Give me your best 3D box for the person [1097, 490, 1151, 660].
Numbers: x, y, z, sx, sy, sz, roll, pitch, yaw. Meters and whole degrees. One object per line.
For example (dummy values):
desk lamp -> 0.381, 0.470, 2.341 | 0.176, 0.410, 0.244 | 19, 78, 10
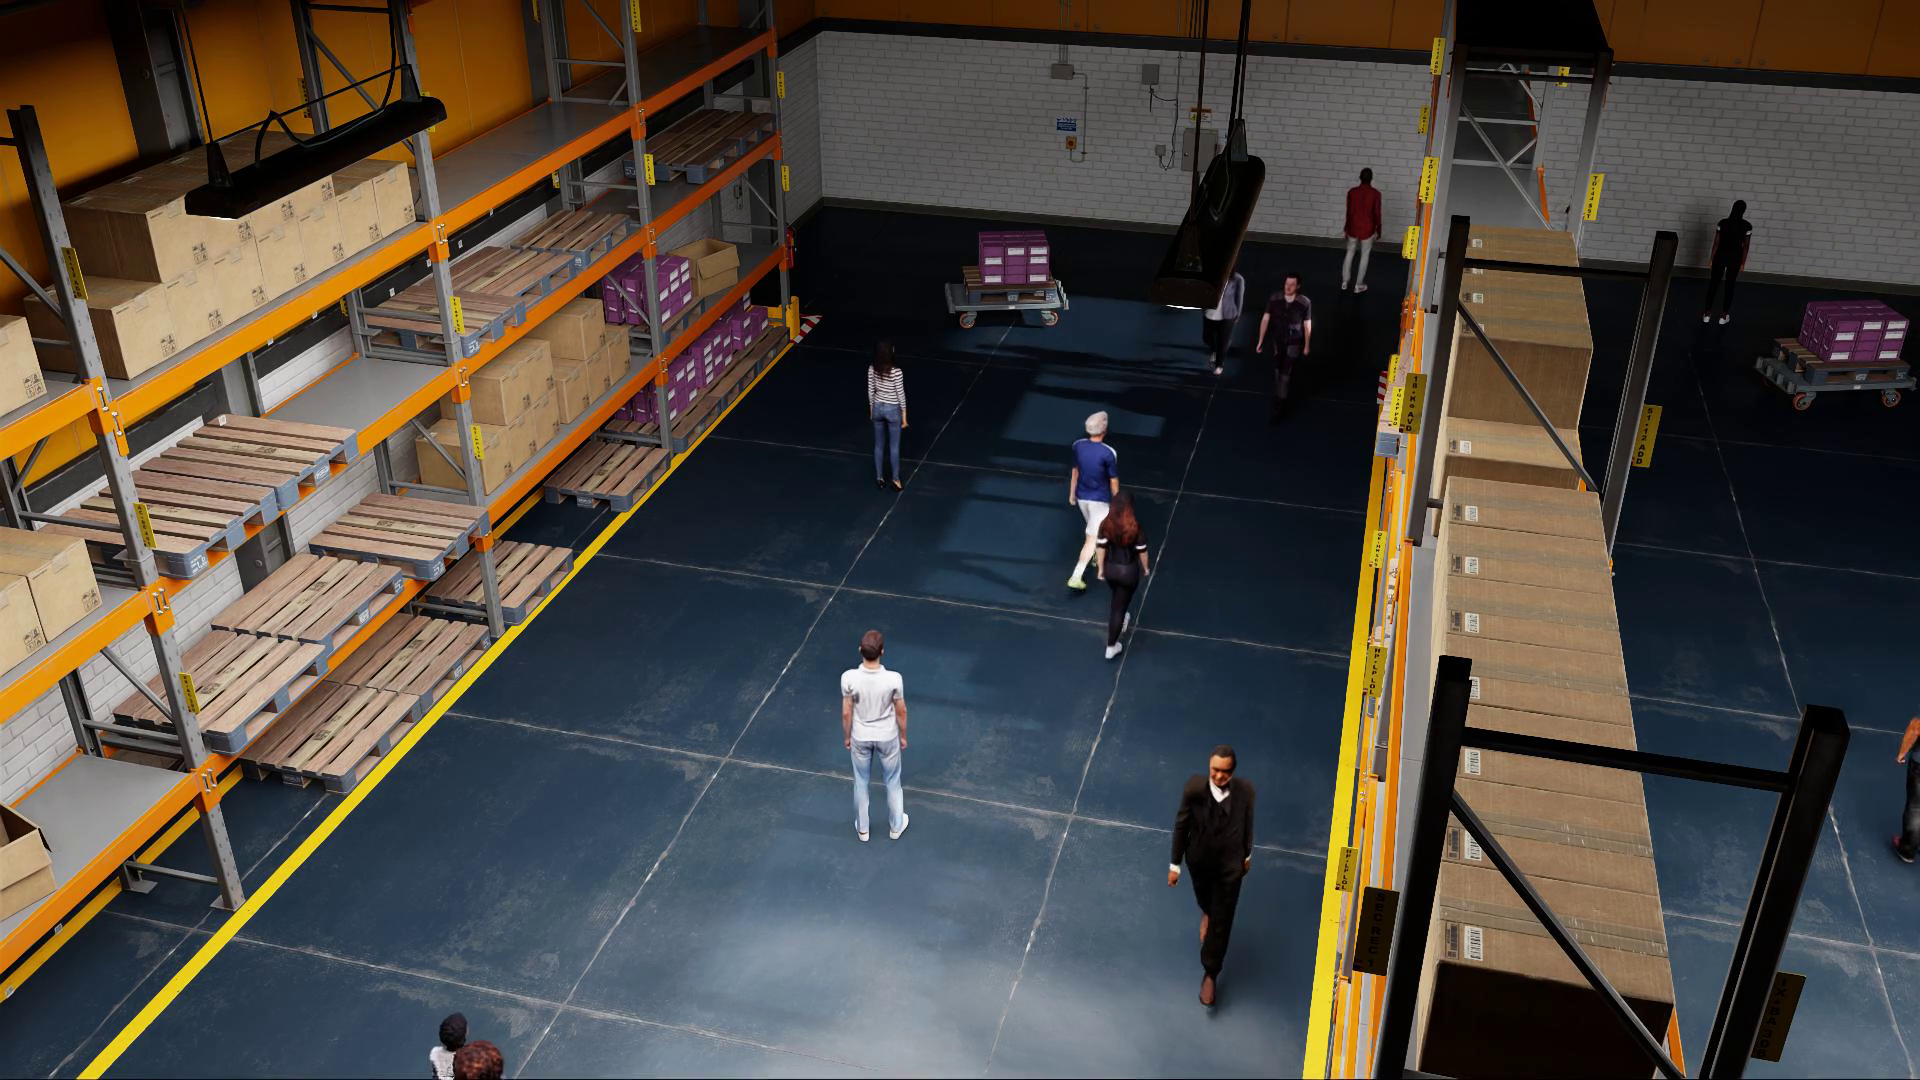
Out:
person -> 1.450, 0.345, 15.257 | 0.724, 1.609, 0.995 | 14, 32, 24

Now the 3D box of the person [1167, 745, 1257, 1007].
person -> 1.779, 2.178, 11.637 | 0.740, 1.857, 1.256 | 6, 29, 11

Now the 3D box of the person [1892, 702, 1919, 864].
person -> 7.408, 1.712, 12.547 | 0.715, 1.803, 0.665 | 4, 29, 7

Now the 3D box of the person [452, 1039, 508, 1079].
person -> -2.633, 3.499, 9.368 | 0.688, 1.711, 0.518 | 13, 31, 22

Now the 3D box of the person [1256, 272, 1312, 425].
person -> 3.944, -2.362, 20.015 | 0.954, 1.804, 1.267 | 17, 33, 29

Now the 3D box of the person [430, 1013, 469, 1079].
person -> -3.019, 3.411, 10.013 | 0.535, 1.247, 0.553 | 1, 29, 2

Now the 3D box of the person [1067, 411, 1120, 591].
person -> 1.273, -0.339, 16.366 | 0.932, 1.748, 1.277 | 19, 34, 31

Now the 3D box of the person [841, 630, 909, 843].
person -> -0.656, 1.522, 12.845 | 0.694, 1.851, 0.625 | 1, 29, 1

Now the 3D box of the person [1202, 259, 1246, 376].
person -> 3.353, -2.917, 21.264 | 0.785, 1.583, 0.874 | 16, 32, 27

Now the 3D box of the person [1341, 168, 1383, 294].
person -> 5.750, -4.431, 23.794 | 0.757, 1.818, 0.738 | 17, 33, 28

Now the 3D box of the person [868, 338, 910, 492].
person -> -0.798, -1.360, 18.187 | 0.623, 1.796, 0.542 | 13, 31, 22

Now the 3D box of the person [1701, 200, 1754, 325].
person -> 10.501, -3.813, 22.755 | 0.658, 1.729, 0.639 | 14, 31, 23
